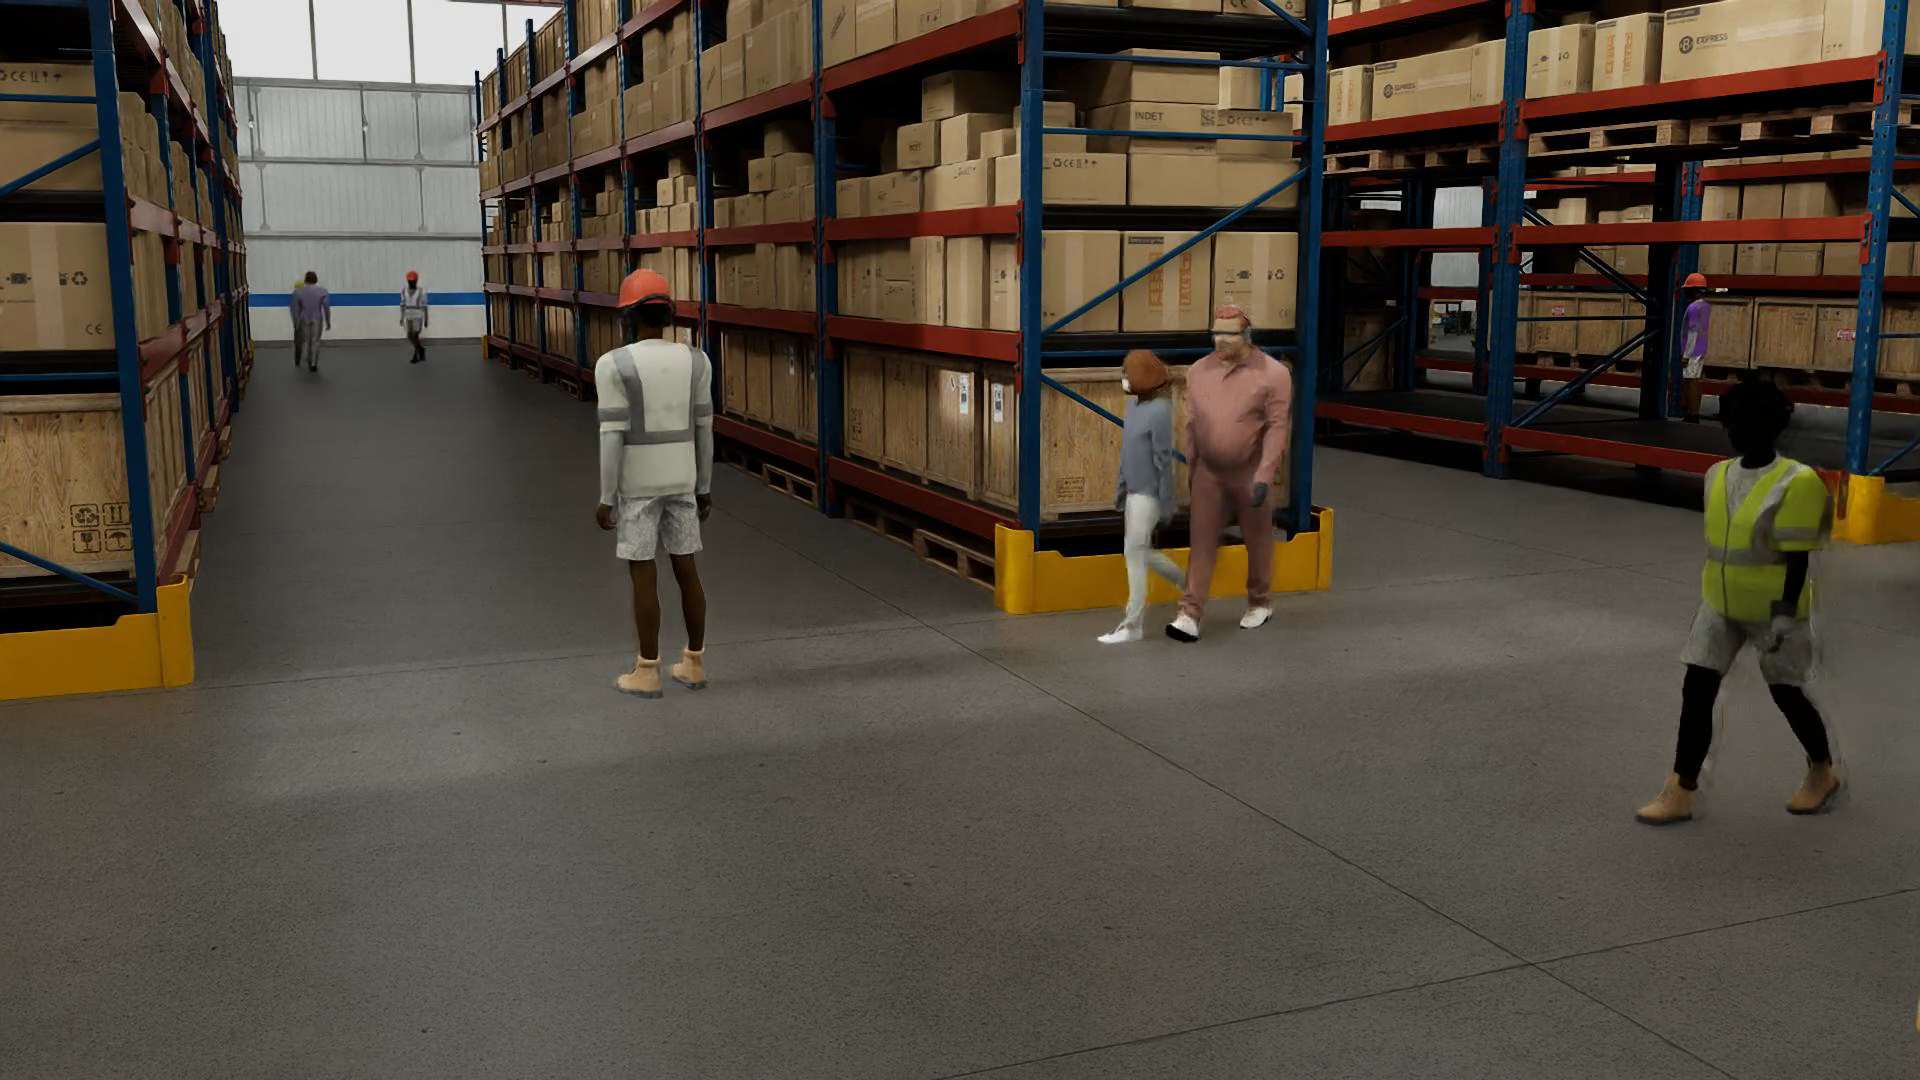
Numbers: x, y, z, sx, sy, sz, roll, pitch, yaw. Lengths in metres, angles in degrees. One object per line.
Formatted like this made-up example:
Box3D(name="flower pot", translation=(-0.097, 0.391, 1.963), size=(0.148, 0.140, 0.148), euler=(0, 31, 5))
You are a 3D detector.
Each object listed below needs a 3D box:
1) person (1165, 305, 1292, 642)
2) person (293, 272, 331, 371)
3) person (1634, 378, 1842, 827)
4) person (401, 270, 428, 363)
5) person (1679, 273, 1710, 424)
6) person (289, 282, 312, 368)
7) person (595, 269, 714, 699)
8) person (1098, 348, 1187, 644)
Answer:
Box3D(name="person", translation=(1.485, -0.364, 9.152), size=(0.645, 1.840, 1.037), euler=(6, 11, 31))
Box3D(name="person", translation=(-12.427, -4.197, 31.950), size=(0.655, 1.886, 1.019), euler=(-3, 10, -15))
Box3D(name="person", translation=(2.951, 0.231, 6.125), size=(0.842, 1.660, 0.533), euler=(-4, 10, -24))
Box3D(name="person", translation=(-11.266, -4.622, 34.426), size=(0.549, 1.915, 0.737), euler=(1, 10, 8))
Box3D(name="person", translation=(9.111, -2.345, 20.725), size=(0.357, 1.937, 0.551), euler=(7, 12, 36))
Box3D(name="person", translation=(-12.936, -4.231, 32.760), size=(0.492, 1.694, 0.912), euler=(-6, 11, -31))
Box3D(name="person", translation=(-1.473, -0.267, 7.971), size=(0.615, 2.038, 0.395), euler=(-8, 12, -40))
Box3D(name="person", translation=(1.074, -0.243, 9.096), size=(0.612, 1.611, 0.525), euler=(-2, 10, -13))
